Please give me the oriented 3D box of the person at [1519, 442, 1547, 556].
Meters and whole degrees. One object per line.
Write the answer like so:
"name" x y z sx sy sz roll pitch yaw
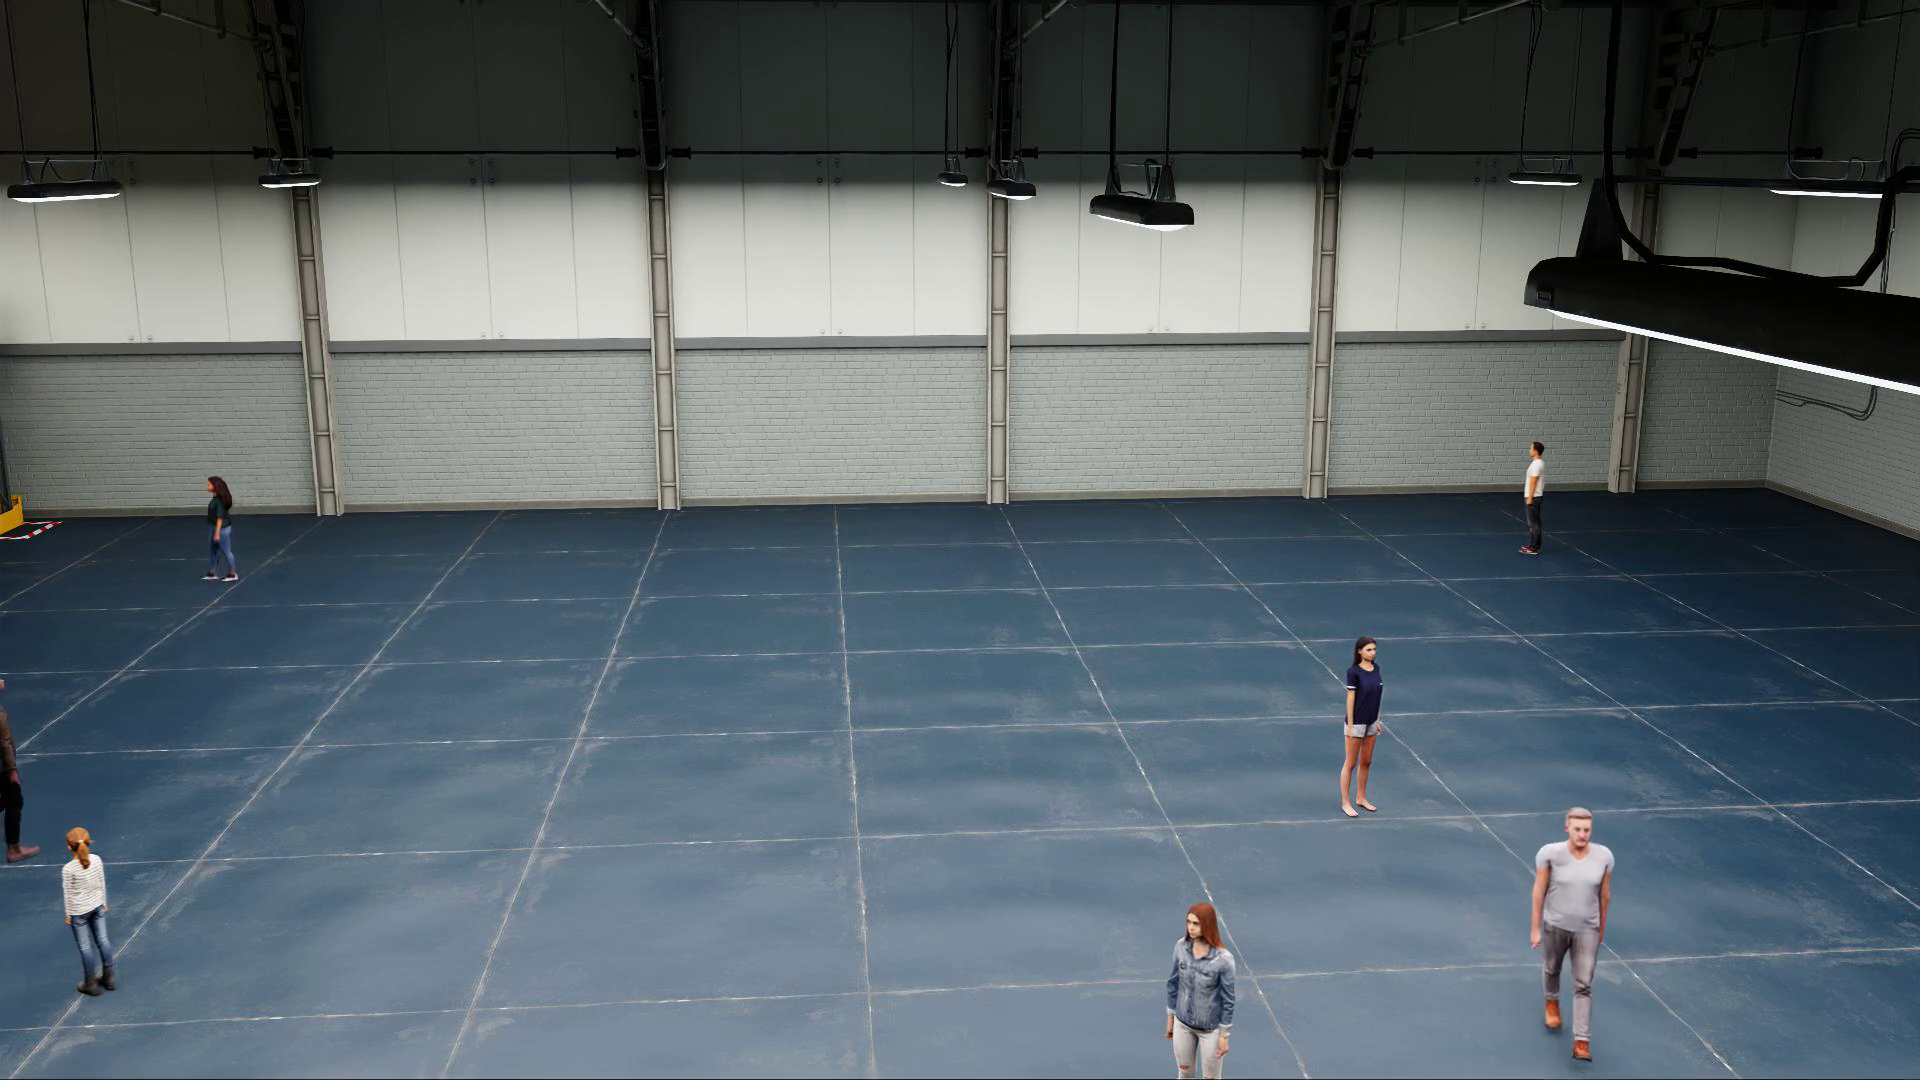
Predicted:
"person" 9.244 -0.686 26.723 0.709 1.800 0.702 7 15 26

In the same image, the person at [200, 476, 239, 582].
"person" -10.998 -0.170 24.930 0.880 1.606 0.775 -7 15 -29

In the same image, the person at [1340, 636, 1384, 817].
"person" 3.895 1.780 16.149 0.595 1.767 0.708 -8 15 -30

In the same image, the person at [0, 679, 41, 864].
"person" -8.681 2.049 14.863 0.974 1.823 1.031 10 17 38

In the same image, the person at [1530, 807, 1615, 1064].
"person" 4.354 2.748 11.948 1.199 1.777 0.984 2 13 10

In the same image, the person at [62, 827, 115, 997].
"person" -6.643 2.820 12.661 0.607 1.314 0.554 8 15 31

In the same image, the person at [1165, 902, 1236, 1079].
"person" 1.537 3.097 10.606 0.674 1.701 0.745 10 16 36
